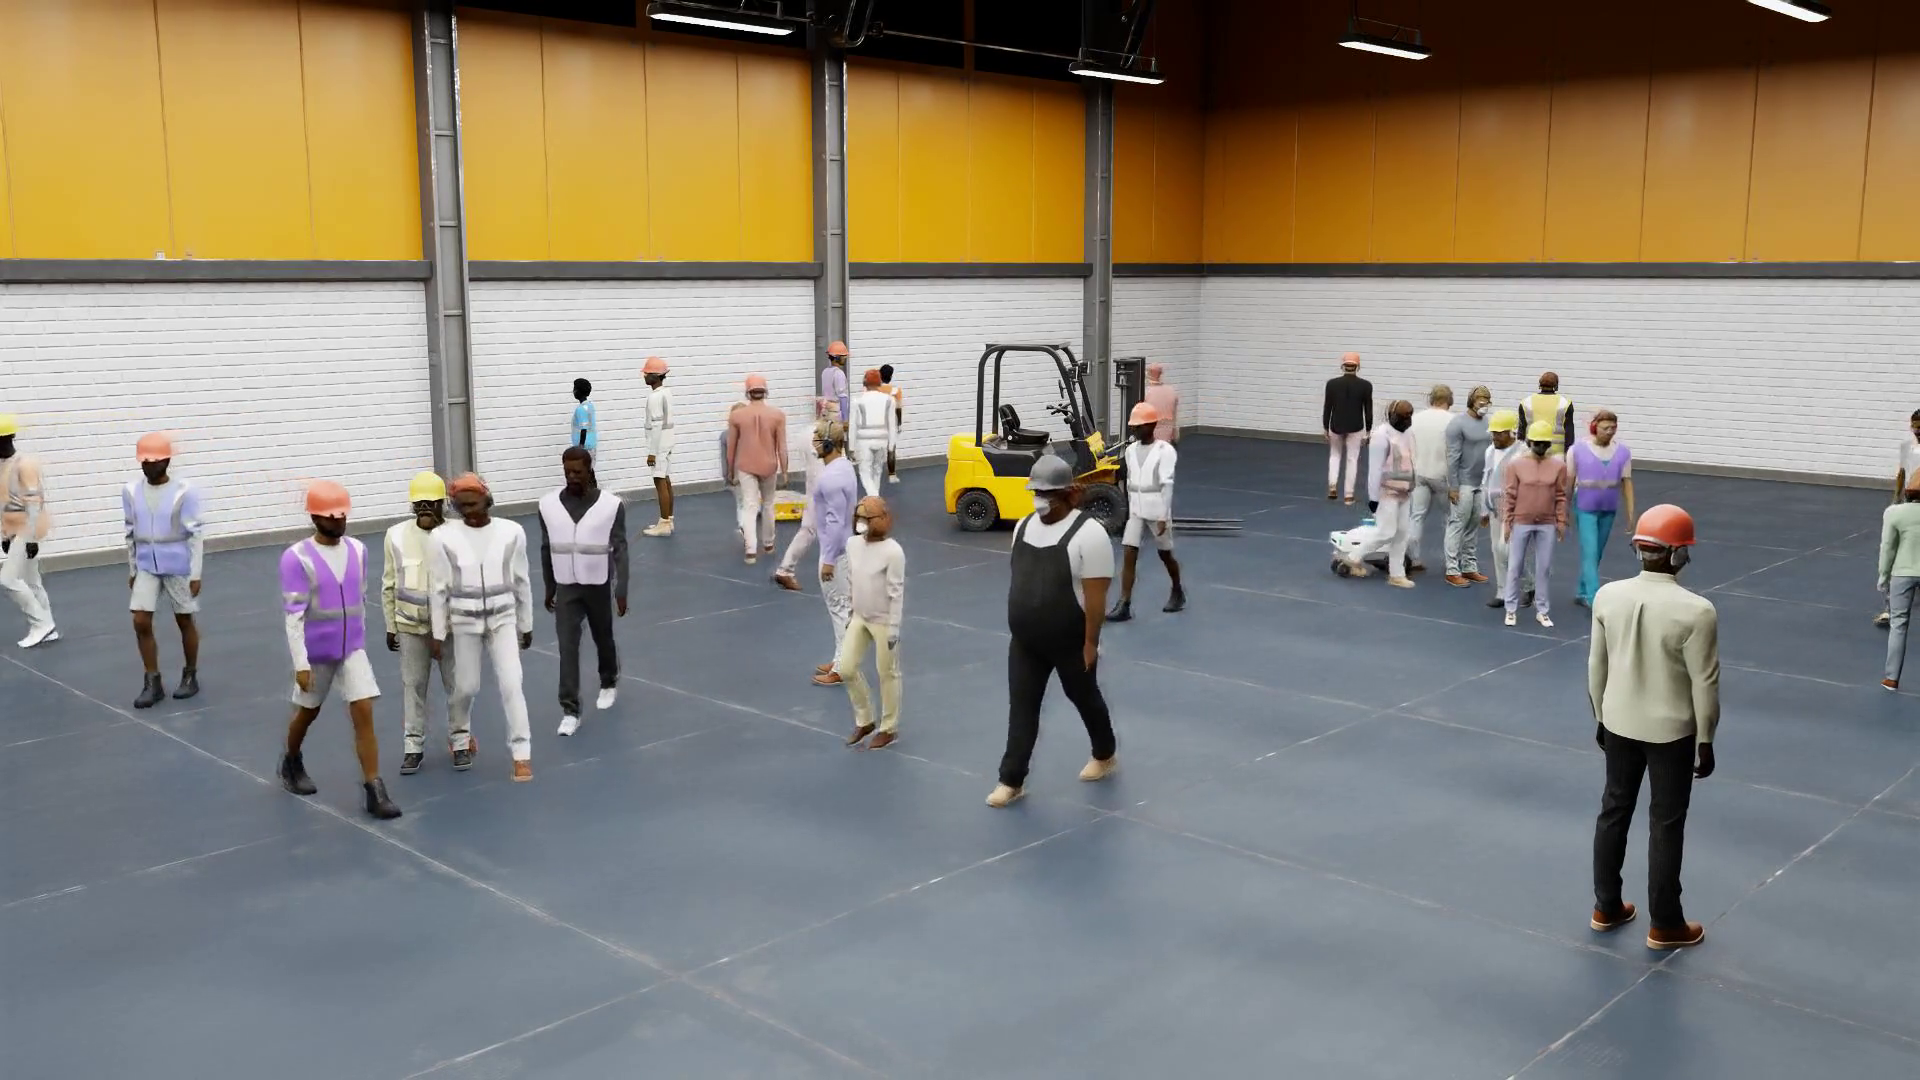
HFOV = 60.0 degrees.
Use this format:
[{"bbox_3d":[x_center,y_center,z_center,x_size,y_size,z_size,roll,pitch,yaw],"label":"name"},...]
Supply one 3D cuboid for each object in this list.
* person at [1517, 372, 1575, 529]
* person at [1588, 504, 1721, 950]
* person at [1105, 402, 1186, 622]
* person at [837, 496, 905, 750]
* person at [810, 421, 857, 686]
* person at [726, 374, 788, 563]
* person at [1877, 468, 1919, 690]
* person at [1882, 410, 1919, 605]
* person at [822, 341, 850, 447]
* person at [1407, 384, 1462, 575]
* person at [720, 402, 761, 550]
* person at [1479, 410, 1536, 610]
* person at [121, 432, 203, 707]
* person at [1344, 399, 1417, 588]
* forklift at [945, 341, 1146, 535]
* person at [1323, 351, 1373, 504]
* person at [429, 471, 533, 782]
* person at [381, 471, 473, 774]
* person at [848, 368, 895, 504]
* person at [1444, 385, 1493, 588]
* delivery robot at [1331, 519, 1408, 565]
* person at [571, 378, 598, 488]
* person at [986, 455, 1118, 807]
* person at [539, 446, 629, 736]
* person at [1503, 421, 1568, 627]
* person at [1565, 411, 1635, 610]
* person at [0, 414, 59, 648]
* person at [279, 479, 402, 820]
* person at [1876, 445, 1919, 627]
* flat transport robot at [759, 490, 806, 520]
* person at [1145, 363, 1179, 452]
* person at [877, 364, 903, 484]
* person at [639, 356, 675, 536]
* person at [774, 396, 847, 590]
[{"bbox_3d":[6.837,-1.043,19.425,0.633,1.843,0.429,4,10,25],"label":"person"},{"bbox_3d":[3.111,0.830,7.470,0.376,1.996,0.612,-7,11,-36],"label":"person"},{"bbox_3d":[1.667,-0.258,14.478,0.558,1.899,0.977,8,12,41],"label":"person"},{"bbox_3d":[-0.574,0.529,10.439,0.529,1.614,0.454,8,12,40],"label":"person"},{"bbox_3d":[-0.912,0.098,12.134,0.374,1.939,0.629,1,9,3],"label":"person"},{"bbox_3d":[-2.121,-0.758,17.380,0.638,1.950,0.931,-1,9,-8],"label":"person"},{"bbox_3d":[6.867,0.284,11.930,0.498,1.633,0.287,5,11,29],"label":"person"},{"bbox_3d":[8.616,-0.281,14.910,0.951,1.790,0.513,-7,11,-36],"label":"person"},{"bbox_3d":[-1.682,-1.708,22.892,0.370,2.044,0.608,-5,11,-29],"label":"person"},{"bbox_3d":[4.802,-0.615,16.653,0.633,1.885,0.985,9,13,42],"label":"person"},{"bbox_3d":[-2.337,-0.671,17.823,0.558,1.609,0.501,3,10,17],"label":"person"},{"bbox_3d":[4.846,-0.258,14.758,0.471,1.804,0.604,-3,10,-19],"label":"person"},{"bbox_3d":[-5.546,0.207,11.549,0.568,1.907,0.726,0,9,-1],"label":"person"},{"bbox_3d":[4.049,-0.448,15.859,0.591,1.821,0.665,8,12,41],"label":"person"},{"bbox_3d":[0.977,-1.223,19.452,2.313,2.155,1.214,2,9,11],"label":"forklift"},{"bbox_3d":[5.015,-1.449,21.491,0.616,1.981,0.460,4,10,24],"label":"person"},{"bbox_3d":[-2.894,0.489,10.039,0.612,1.861,0.775,-4,10,-21],"label":"person"},{"bbox_3d":[-3.174,0.494,10.028,0.588,1.835,0.403,-2,9,-11],"label":"person"},{"bbox_3d":[-1.035,-1.135,19.956,0.578,1.862,0.813,-3,10,-18],"label":"person"},{"bbox_3d":[4.901,-0.520,15.943,0.627,1.934,0.372,-6,11,-34],"label":"person"},{"bbox_3d":[4.050,0.034,16.471,0.707,0.478,0.477,0,9,-1],"label":"delivery robot"},{"bbox_3d":[-4.631,-1.147,20.506,0.316,1.696,0.541,-1,9,-3],"label":"person"},{"bbox_3d":[0.578,0.461,9.596,0.687,2.000,1.018,7,12,38],"label":"person"},{"bbox_3d":[-2.509,0.290,11.174,0.606,1.877,0.984,0,9,1],"label":"person"},{"bbox_3d":[4.873,-0.127,14.093,0.544,1.763,0.362,0,9,2],"label":"person"},{"bbox_3d":[5.619,-0.231,14.579,0.580,1.792,0.875,-1,9,-6],"label":"person"},{"bbox_3d":[-7.485,-0.064,13.244,0.598,1.900,0.517,8,12,41],"label":"person"},{"bbox_3d":[-3.566,0.584,9.341,1.045,1.890,0.549,8,12,40],"label":"person"},{"bbox_3d":[8.118,-0.179,13.926,0.798,1.921,0.629,-5,11,-28],"label":"person"},{"bbox_3d":[-2.217,-0.442,20.546,0.652,0.197,1.431,-4,10,-24],"label":"flat transport robot"},{"bbox_3d":[2.370,-1.208,20.311,0.752,1.886,0.400,-4,10,-24],"label":"person"},{"bbox_3d":[-1.061,-1.633,23.522,0.535,1.689,0.320,3,10,17],"label":"person"},{"bbox_3d":[-3.443,-1.065,18.936,0.370,2.048,0.607,0,9,3],"label":"person"},{"bbox_3d":[-1.295,-0.429,15.642,1.000,1.861,0.650,3,10,16],"label":"person"}]
